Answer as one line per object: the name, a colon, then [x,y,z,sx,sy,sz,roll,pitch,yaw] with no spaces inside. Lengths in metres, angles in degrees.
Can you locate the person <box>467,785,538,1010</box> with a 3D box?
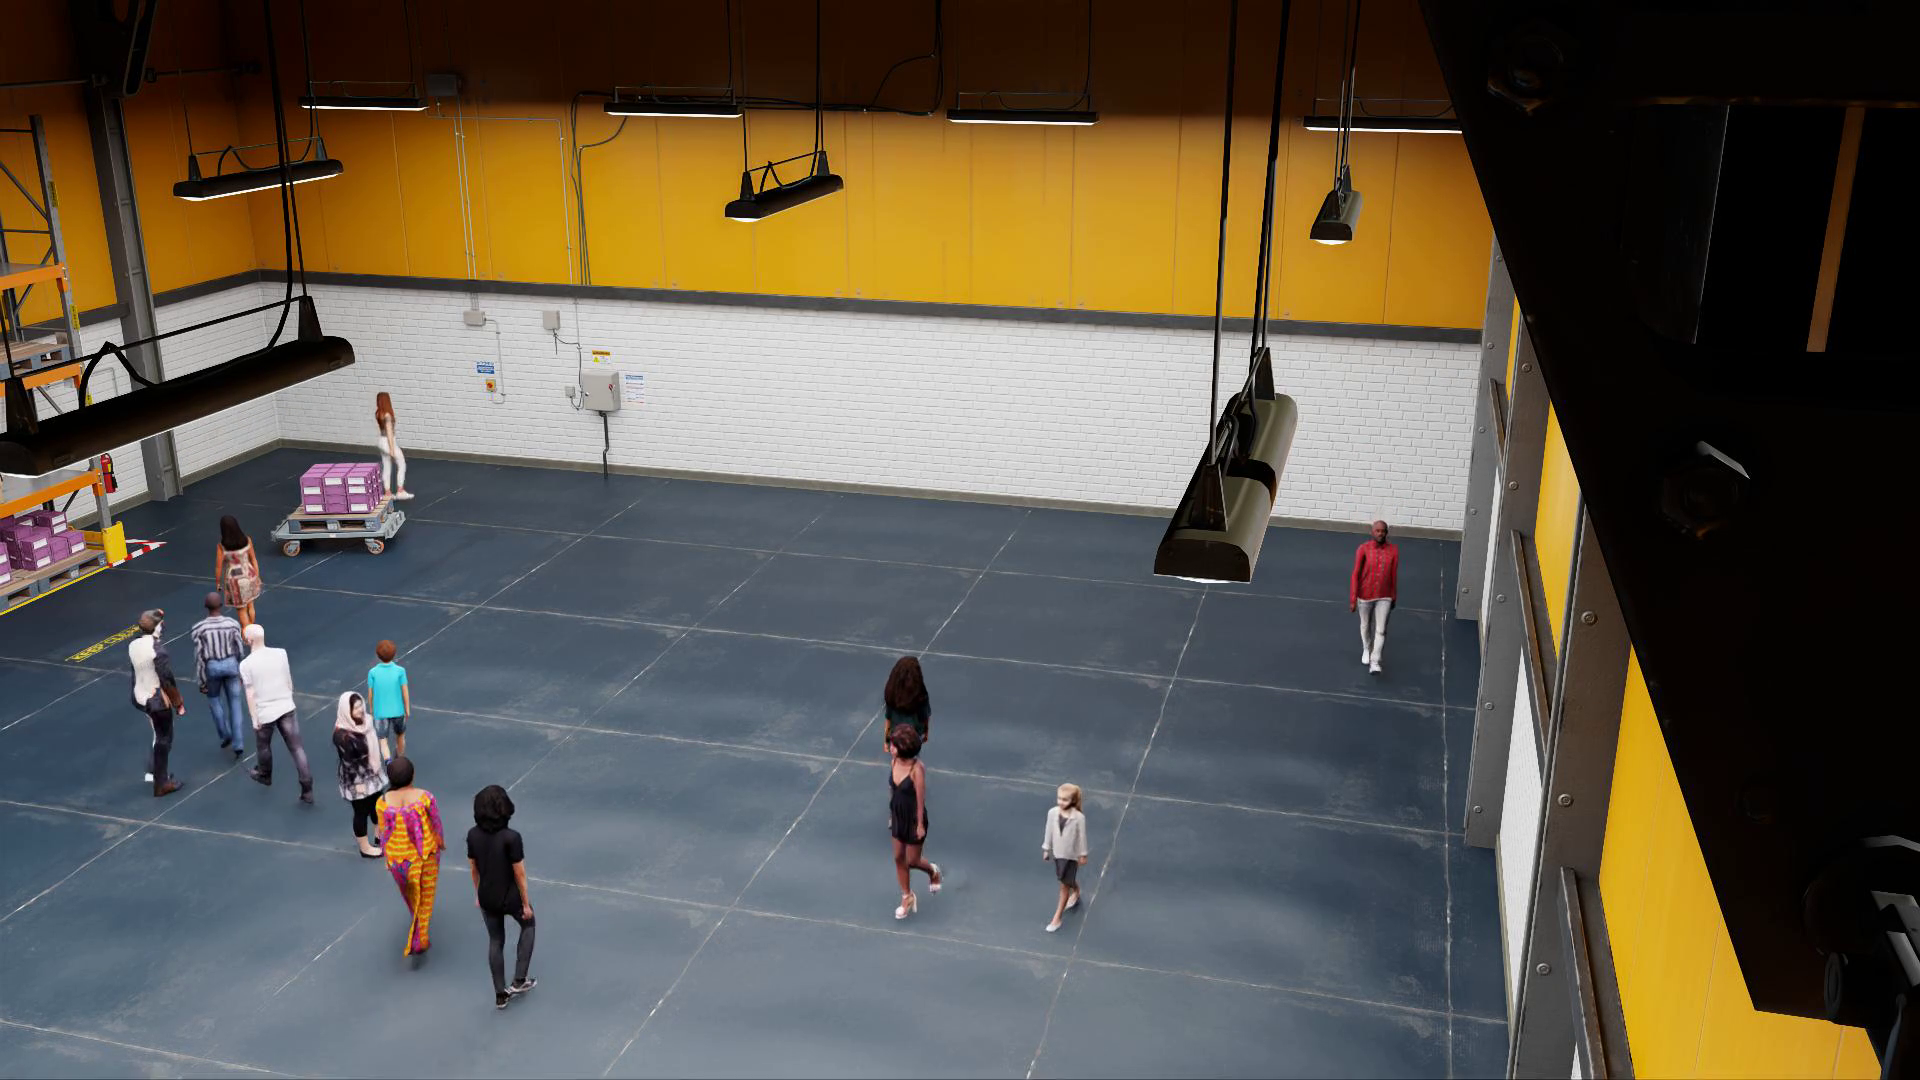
person: [-3.561,2.777,12.760,0.680,1.822,0.660,4,19,11]

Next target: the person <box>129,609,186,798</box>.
person: [-7.909,1.606,16.160,0.834,1.872,0.775,13,23,34]

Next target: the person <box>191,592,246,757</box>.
person: [-7.470,1.410,16.886,0.805,1.780,0.863,-10,21,-27]

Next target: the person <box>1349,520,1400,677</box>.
person: [4.776,0.622,19.223,0.723,1.782,1.162,4,19,11]

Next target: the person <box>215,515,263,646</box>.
person: [-8.544,0.508,19.796,0.860,1.633,0.910,-17,25,-40]

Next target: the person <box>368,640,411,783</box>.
person: [-5.683,1.702,16.558,0.815,1.436,0.910,-8,20,-21]

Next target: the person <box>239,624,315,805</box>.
person: [-6.552,1.718,15.974,1.122,1.778,1.299,17,25,40]

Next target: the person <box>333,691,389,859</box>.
person: [-5.469,2.113,15.038,0.683,1.627,0.546,3,19,8]

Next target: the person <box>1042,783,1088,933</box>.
person: [0.933,2.631,14.100,0.711,1.244,0.953,13,23,34]

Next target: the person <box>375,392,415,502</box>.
person: [-8.781,-1.401,25.337,0.725,1.714,0.775,15,24,38]

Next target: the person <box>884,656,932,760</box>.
person: [-0.519,1.922,15.693,0.645,1.571,1.123,6,20,17]

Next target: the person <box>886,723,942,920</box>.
person: [-0.375,2.358,14.079,0.750,1.774,0.870,15,24,38]

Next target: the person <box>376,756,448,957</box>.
person: [-4.488,2.579,13.622,0.873,1.648,1.271,-1,19,-2]
